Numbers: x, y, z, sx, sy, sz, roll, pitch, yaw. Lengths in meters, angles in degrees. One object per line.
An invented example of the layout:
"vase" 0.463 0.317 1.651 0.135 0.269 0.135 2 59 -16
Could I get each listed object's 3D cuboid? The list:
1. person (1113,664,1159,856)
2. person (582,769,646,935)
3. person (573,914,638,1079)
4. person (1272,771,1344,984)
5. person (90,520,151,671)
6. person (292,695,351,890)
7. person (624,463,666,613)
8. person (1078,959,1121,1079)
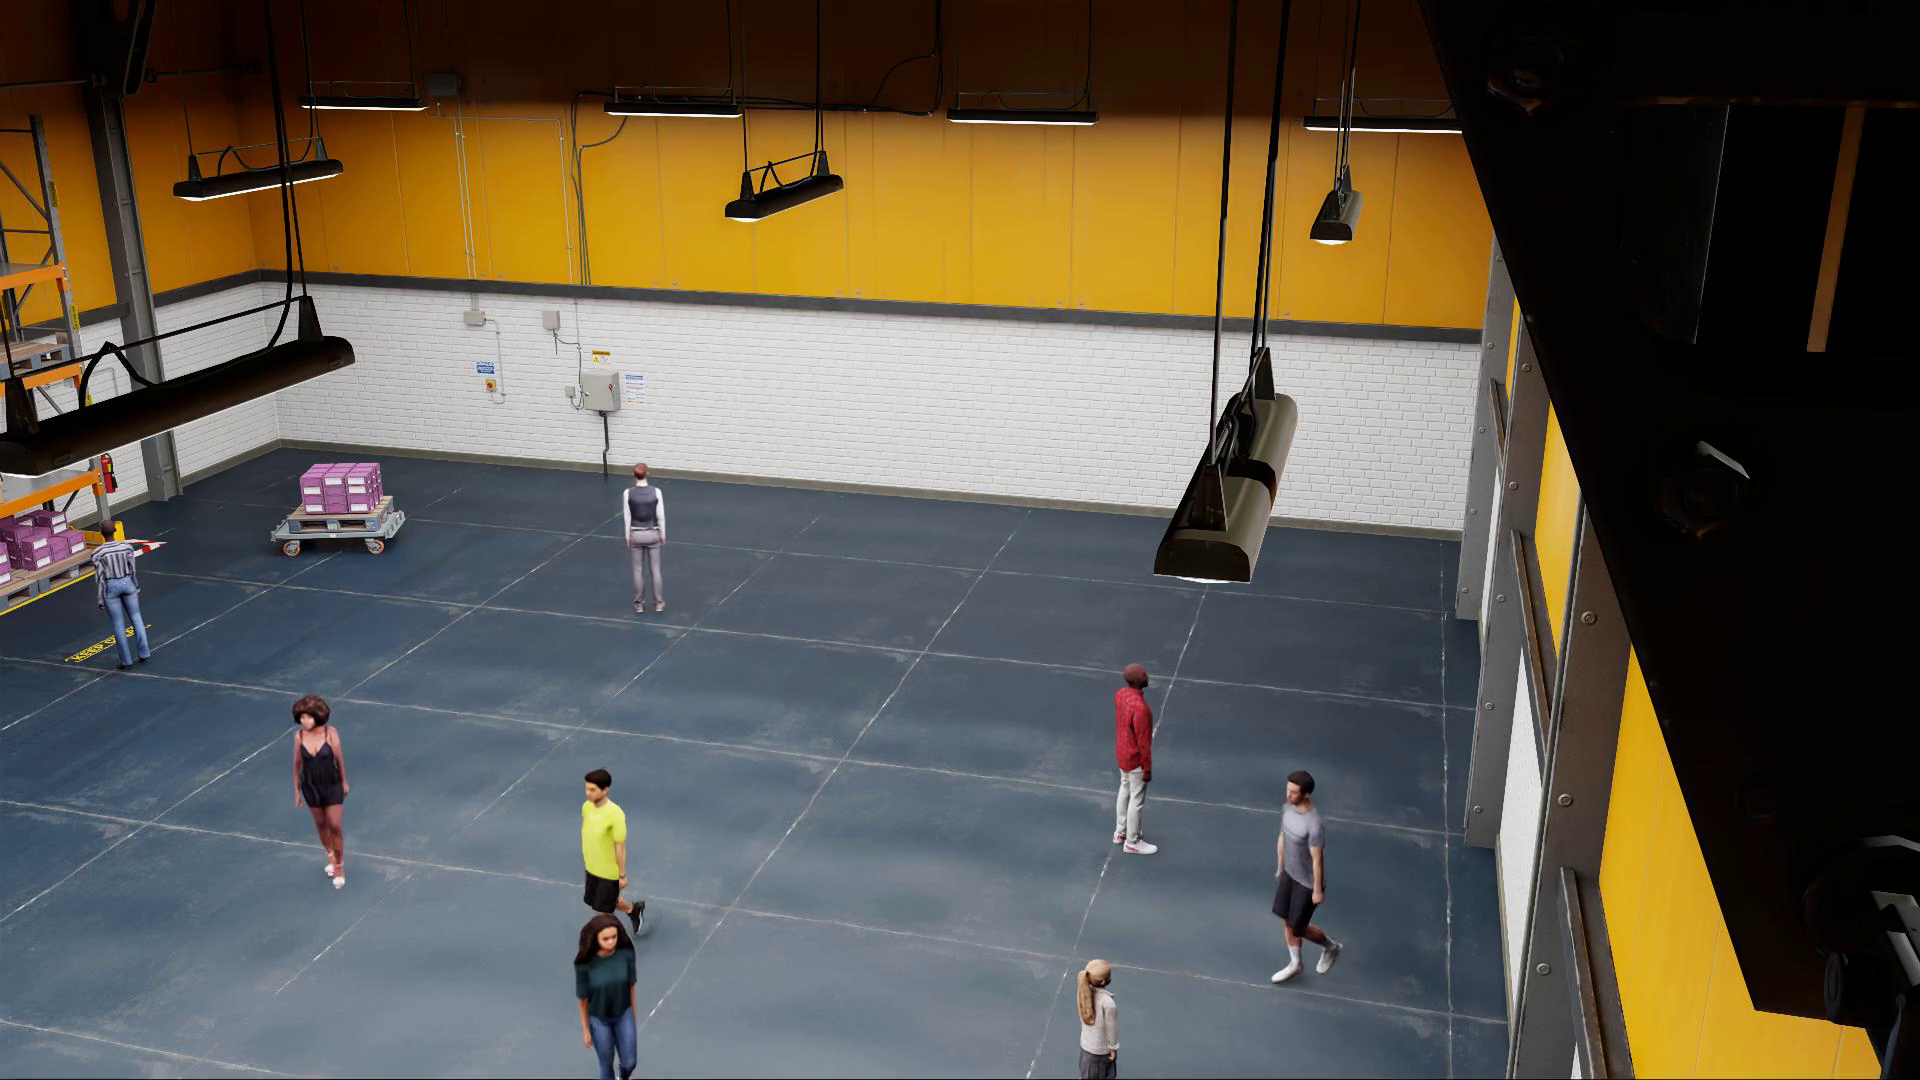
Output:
"person" 1.579 1.967 15.170 0.815 1.819 0.709 -6 19 -17
"person" -2.824 2.608 13.471 0.862 1.689 1.070 14 23 36
"person" -2.465 3.286 11.593 0.709 1.603 0.757 -7 20 -21
"person" 2.794 2.642 13.127 0.948 1.845 0.913 -6 20 -18
"person" -9.700 0.624 19.197 0.767 1.794 0.638 15 24 38
"person" -5.606 2.160 14.676 0.736 1.769 0.848 -3 19 -8
"person" -3.972 -0.042 20.958 0.725 1.932 0.691 -2 19 -7
"person" 0.957 3.472 11.555 0.653 1.276 0.604 -14 23 -36
